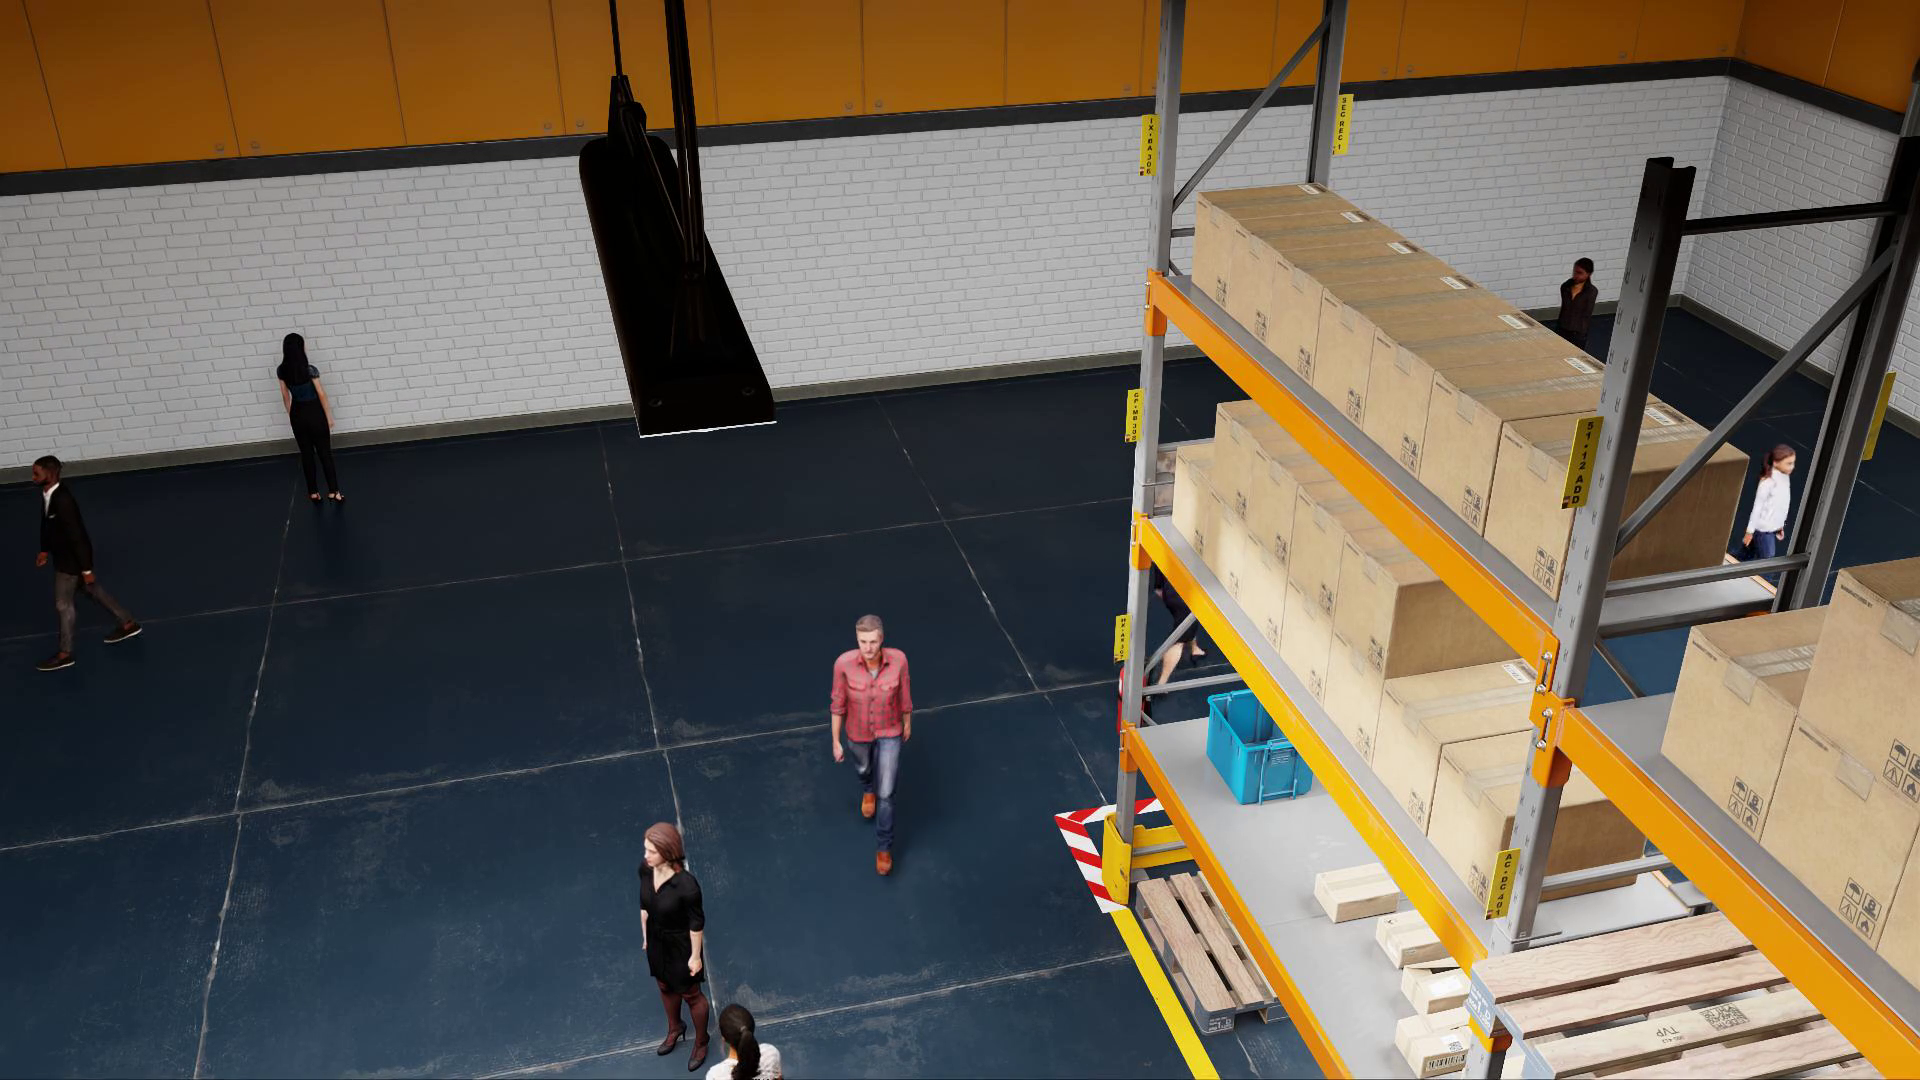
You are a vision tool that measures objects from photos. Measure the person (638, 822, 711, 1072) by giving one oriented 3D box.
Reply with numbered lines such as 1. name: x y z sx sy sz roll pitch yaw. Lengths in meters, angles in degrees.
1. person: -1.618 2.295 9.429 0.636 1.706 0.710 17 33 29

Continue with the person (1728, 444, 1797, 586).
1. person: 6.717 -0.122 14.048 0.809 1.526 1.129 -21 35 -33

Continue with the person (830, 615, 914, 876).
1. person: -0.591 1.254 11.264 0.926 1.776 1.304 0 29 0

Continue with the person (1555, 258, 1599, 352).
1. person: 6.529 -2.214 17.737 0.692 1.666 0.755 12 31 21

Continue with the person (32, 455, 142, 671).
1. person: -7.050 0.126 13.344 0.958 1.764 1.089 -19 34 -31

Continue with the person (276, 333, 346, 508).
1. person: -6.131 -1.120 15.665 0.612 1.729 0.580 1 29 1

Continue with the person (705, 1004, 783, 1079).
1. person: -1.039 2.986 8.237 0.641 1.634 0.650 -18 34 -30

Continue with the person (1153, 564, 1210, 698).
1. person: 1.702 0.486 12.832 1.146 1.623 1.142 21 35 34
